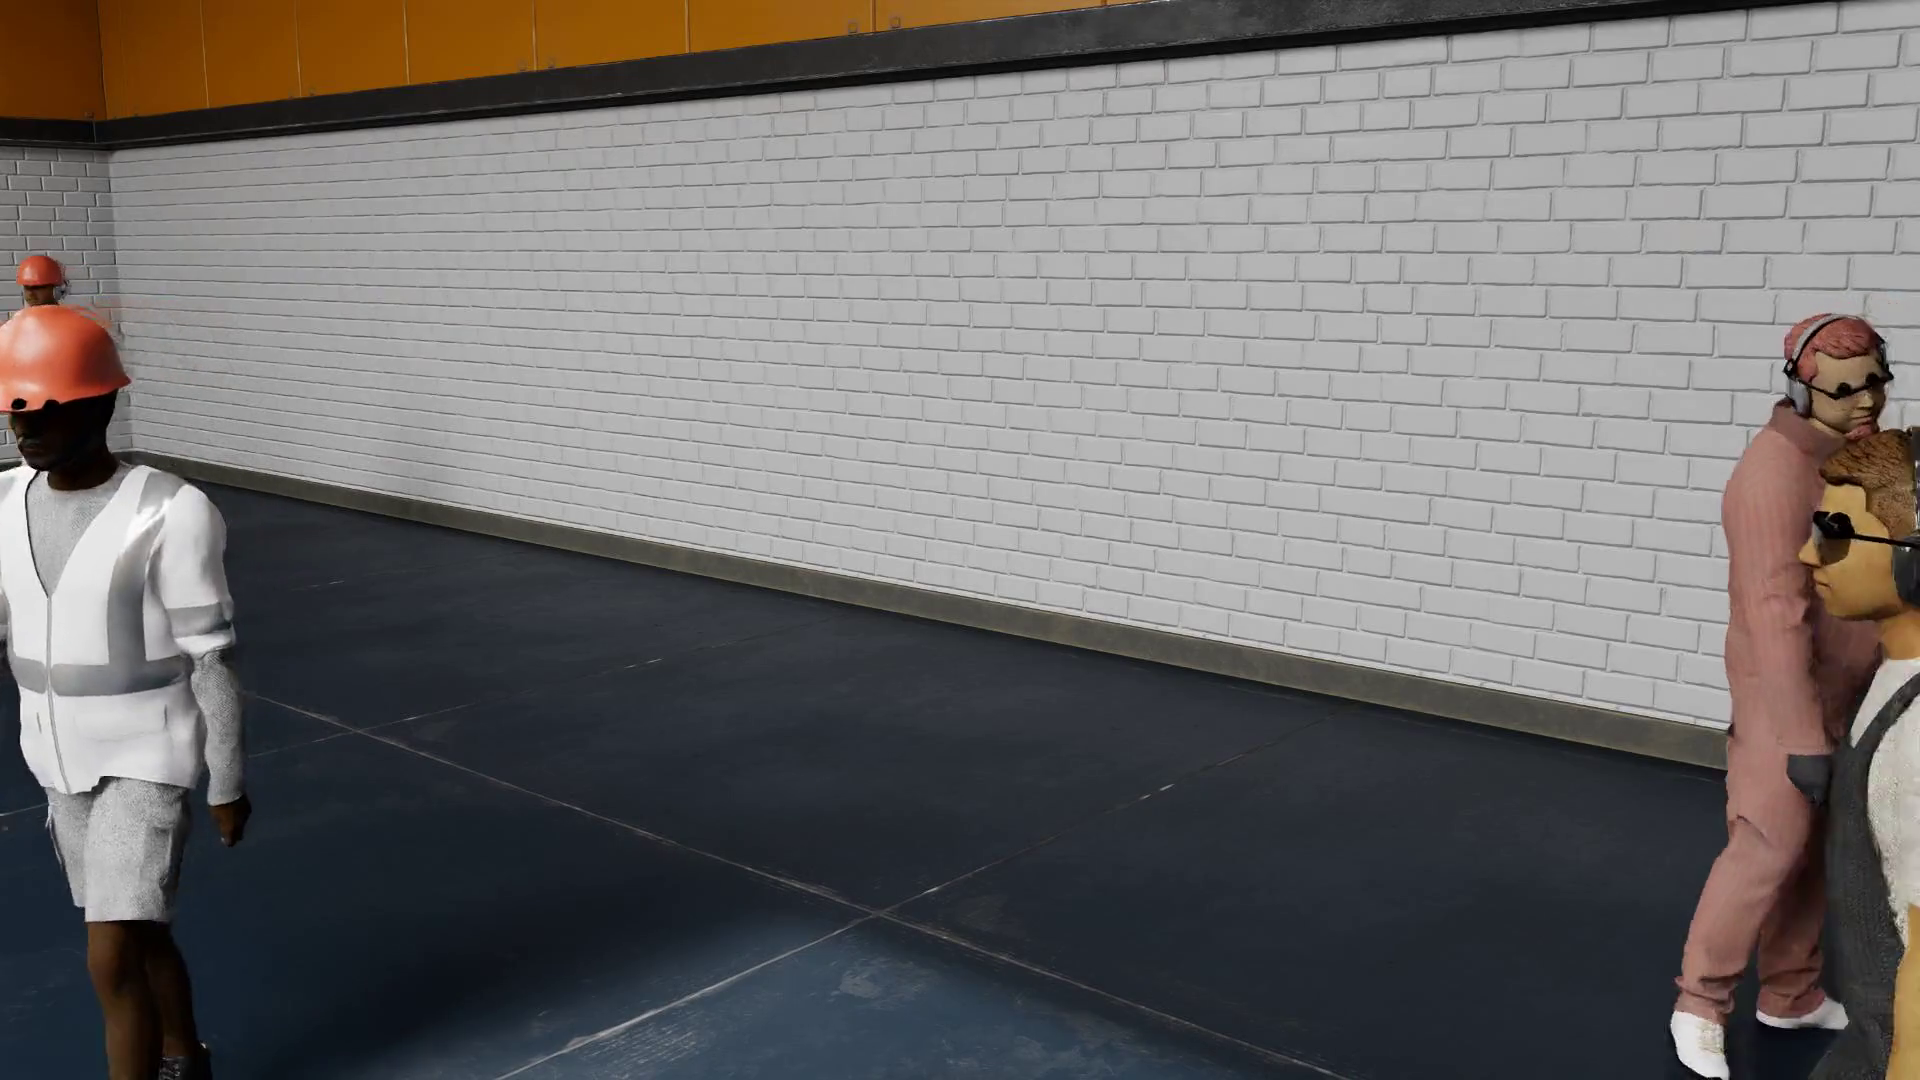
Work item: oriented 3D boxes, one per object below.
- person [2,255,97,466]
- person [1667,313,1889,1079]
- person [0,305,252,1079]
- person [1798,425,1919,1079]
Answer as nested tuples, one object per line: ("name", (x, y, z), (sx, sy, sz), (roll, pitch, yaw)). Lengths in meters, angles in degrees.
("person", (-5.482, -0.730, 10.093), (0.618, 1.980, 0.428), (-1, 10, -6))
("person", (2.079, 0.388, 4.077), (0.408, 1.871, 0.726), (9, 13, 41))
("person", (-1.814, 0.490, 3.392), (0.571, 1.904, 0.836), (3, 10, 15))
("person", (1.430, 0.738, 2.311), (0.993, 1.798, 0.518), (5, 11, 25))
